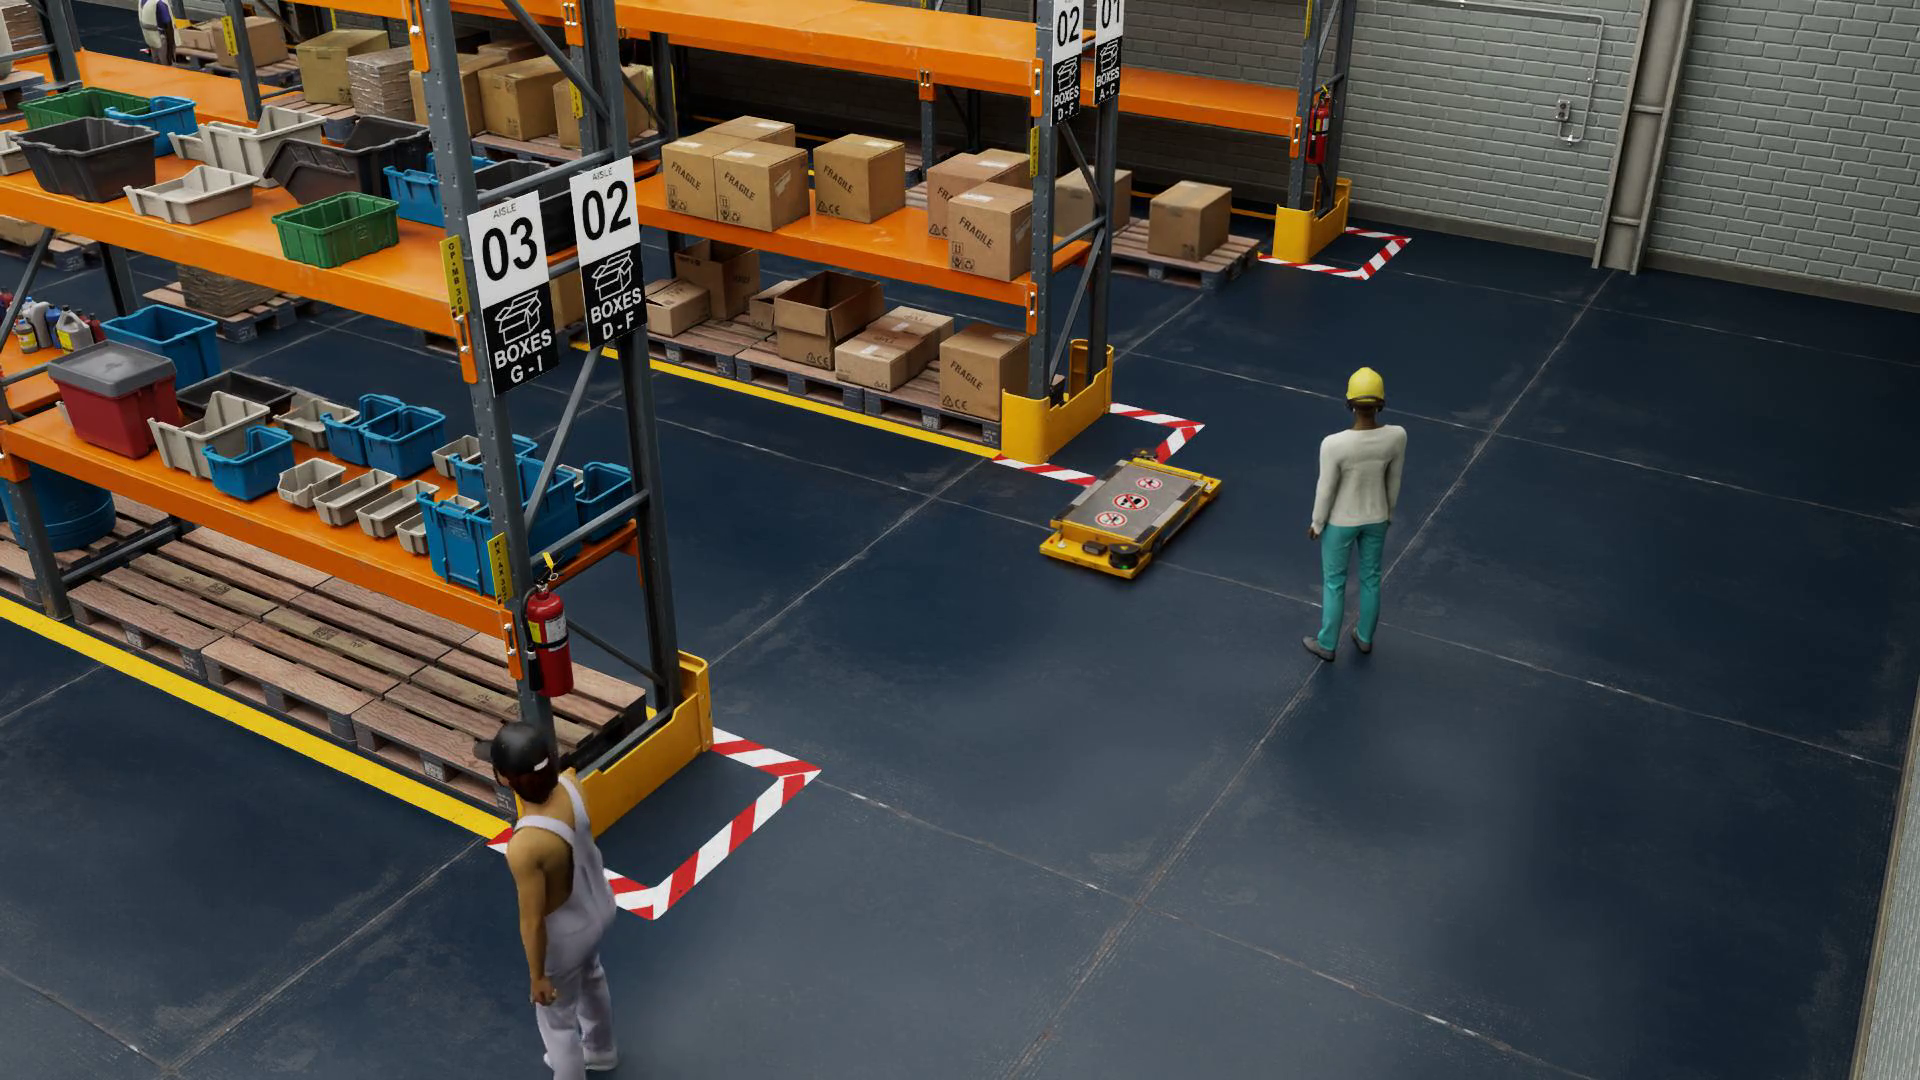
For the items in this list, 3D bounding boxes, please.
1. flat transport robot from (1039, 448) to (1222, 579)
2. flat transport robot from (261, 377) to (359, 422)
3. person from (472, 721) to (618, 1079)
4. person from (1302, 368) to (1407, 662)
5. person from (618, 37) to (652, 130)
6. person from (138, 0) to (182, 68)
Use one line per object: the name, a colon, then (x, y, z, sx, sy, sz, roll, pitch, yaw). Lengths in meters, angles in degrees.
flat transport robot: (1.149, -0.191, 10.977, 0.659, 0.231, 1.431, 16, 33, 27)
flat transport robot: (-5.082, -0.895, 12.240, 1.431, 0.231, 0.659, 18, 34, 29)
person: (-1.568, 1.477, 6.361, 0.445, 1.850, 0.501, 11, 31, 18)
person: (2.202, -0.128, 9.331, 0.523, 1.762, 0.326, -8, 30, -14)
person: (-3.317, -4.217, 16.773, 0.843, 1.657, 0.533, 15, 33, 26)
person: (-9.215, -5.688, 19.219, 0.568, 1.843, 0.378, 26, 38, 38)
